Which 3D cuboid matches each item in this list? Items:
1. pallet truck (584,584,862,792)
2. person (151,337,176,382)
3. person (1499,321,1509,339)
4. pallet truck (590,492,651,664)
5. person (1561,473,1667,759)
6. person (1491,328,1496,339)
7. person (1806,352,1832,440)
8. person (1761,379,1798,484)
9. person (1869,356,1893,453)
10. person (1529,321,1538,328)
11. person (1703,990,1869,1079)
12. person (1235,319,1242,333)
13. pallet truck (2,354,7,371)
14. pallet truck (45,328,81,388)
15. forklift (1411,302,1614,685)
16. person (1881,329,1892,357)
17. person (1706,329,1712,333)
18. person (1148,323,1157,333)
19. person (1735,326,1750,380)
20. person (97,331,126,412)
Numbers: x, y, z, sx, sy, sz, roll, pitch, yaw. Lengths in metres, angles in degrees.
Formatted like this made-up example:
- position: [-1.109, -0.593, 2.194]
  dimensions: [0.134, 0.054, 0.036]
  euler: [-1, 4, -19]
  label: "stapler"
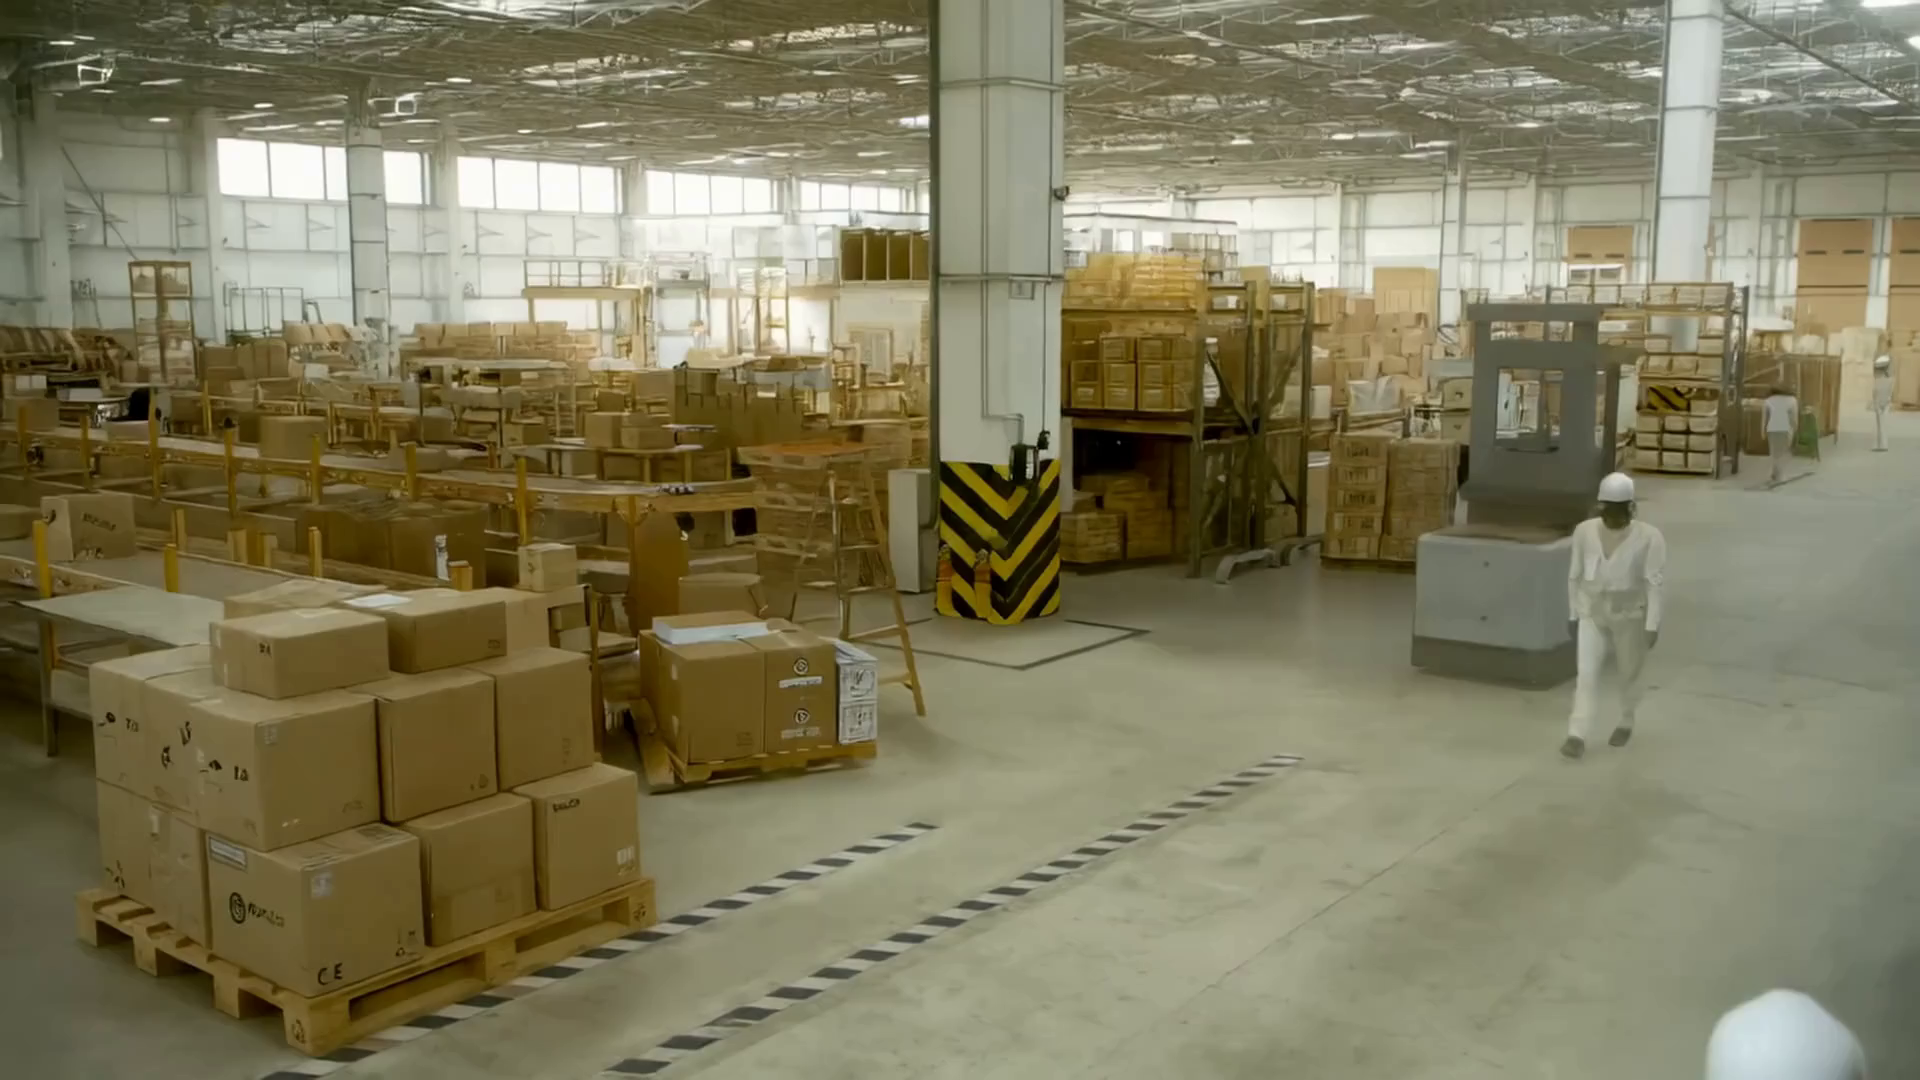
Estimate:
- position: [-1.426, 0.805, 10.019]
  dimensions: [1.601, 1.201, 0.680]
  euler: [-4, 9, -26]
  label: "pallet truck"
- position: [-21.981, -4.841, 45.978]
  dimensions: [0.651, 1.871, 0.982]
  euler: [0, 8, 0]
  label: "person"
- position: [18.926, -6.664, 57.990]
  dimensions: [0.360, 1.937, 0.542]
  euler: [5, 10, 31]
  label: "person"
- position: [-3.115, 0.344, 12.883]
  dimensions: [0.653, 1.274, 1.630]
  euler: [7, 11, 37]
  label: "pallet truck"
- position: [4.073, 0.472, 10.395]
  dimensions: [0.619, 1.780, 0.917]
  euler: [6, 11, 37]
  label: "person"
- position: [13.796, -4.546, 43.513]
  dimensions: [0.396, 1.992, 0.622]
  euler: [1, 9, 10]
  label: "person"
- position: [17.061, -2.884, 33.154]
  dimensions: [0.522, 1.741, 0.771]
  euler: [-3, 9, -19]
  label: "person"
- position: [12.403, -1.644, 25.242]
  dimensions: [0.683, 1.610, 0.502]
  euler: [-8, 12, -43]
  label: "person"
- position: [16.764, -2.462, 30.269]
  dimensions: [0.344, 1.756, 0.518]
  euler: [2, 9, 14]
  label: "person"
- position: [26.281, -9.320, 76.226]
  dimensions: [0.430, 1.840, 0.621]
  euler: [1, 8, 6]
  label: "person"
- position: [1.213, 1.586, 2.522]
  dimensions: [0.571, 1.888, 0.957]
  euler: [5, 10, 31]
  label: "person"
- position: [14.559, -10.889, 86.687]
  dimensions: [0.959, 1.865, 0.581]
  euler: [5, 10, 30]
  label: "person"
- position: [-24.881, -4.417, 42.634]
  dimensions: [1.885, 1.965, 0.823]
  euler: [8, 11, 41]
  label: "pallet truck"
- position: [-23.775, -4.544, 43.495]
  dimensions: [1.885, 1.965, 0.823]
  euler: [6, 10, 35]
  label: "pallet truck"
- position: [4.379, -0.438, 12.852]
  dimensions: [1.129, 2.768, 1.873]
  euler: [7, 11, 37]
  label: "forklift"
- position: [27.086, -5.248, 48.703]
  dimensions: [0.335, 1.867, 0.525]
  euler: [5, 10, 29]
  label: "person"
- position: [25.024, -6.183, 55.531]
  dimensions: [0.498, 1.704, 0.890]
  euler: [-1, 8, -6]
  label: "person"
- position: [6.278, -6.057, 53.896]
  dimensions: [0.379, 1.937, 0.547]
  euler: [0, 8, 2]
  label: "person"
- position: [25.935, -6.197, 55.293]
  dimensions: [0.537, 1.796, 0.778]
  euler: [0, 8, 0]
  label: "person"
- position: [-20.754, -4.142, 40.735]
  dimensions: [0.613, 2.026, 0.709]
  euler: [-2, 9, -10]
  label: "person"
